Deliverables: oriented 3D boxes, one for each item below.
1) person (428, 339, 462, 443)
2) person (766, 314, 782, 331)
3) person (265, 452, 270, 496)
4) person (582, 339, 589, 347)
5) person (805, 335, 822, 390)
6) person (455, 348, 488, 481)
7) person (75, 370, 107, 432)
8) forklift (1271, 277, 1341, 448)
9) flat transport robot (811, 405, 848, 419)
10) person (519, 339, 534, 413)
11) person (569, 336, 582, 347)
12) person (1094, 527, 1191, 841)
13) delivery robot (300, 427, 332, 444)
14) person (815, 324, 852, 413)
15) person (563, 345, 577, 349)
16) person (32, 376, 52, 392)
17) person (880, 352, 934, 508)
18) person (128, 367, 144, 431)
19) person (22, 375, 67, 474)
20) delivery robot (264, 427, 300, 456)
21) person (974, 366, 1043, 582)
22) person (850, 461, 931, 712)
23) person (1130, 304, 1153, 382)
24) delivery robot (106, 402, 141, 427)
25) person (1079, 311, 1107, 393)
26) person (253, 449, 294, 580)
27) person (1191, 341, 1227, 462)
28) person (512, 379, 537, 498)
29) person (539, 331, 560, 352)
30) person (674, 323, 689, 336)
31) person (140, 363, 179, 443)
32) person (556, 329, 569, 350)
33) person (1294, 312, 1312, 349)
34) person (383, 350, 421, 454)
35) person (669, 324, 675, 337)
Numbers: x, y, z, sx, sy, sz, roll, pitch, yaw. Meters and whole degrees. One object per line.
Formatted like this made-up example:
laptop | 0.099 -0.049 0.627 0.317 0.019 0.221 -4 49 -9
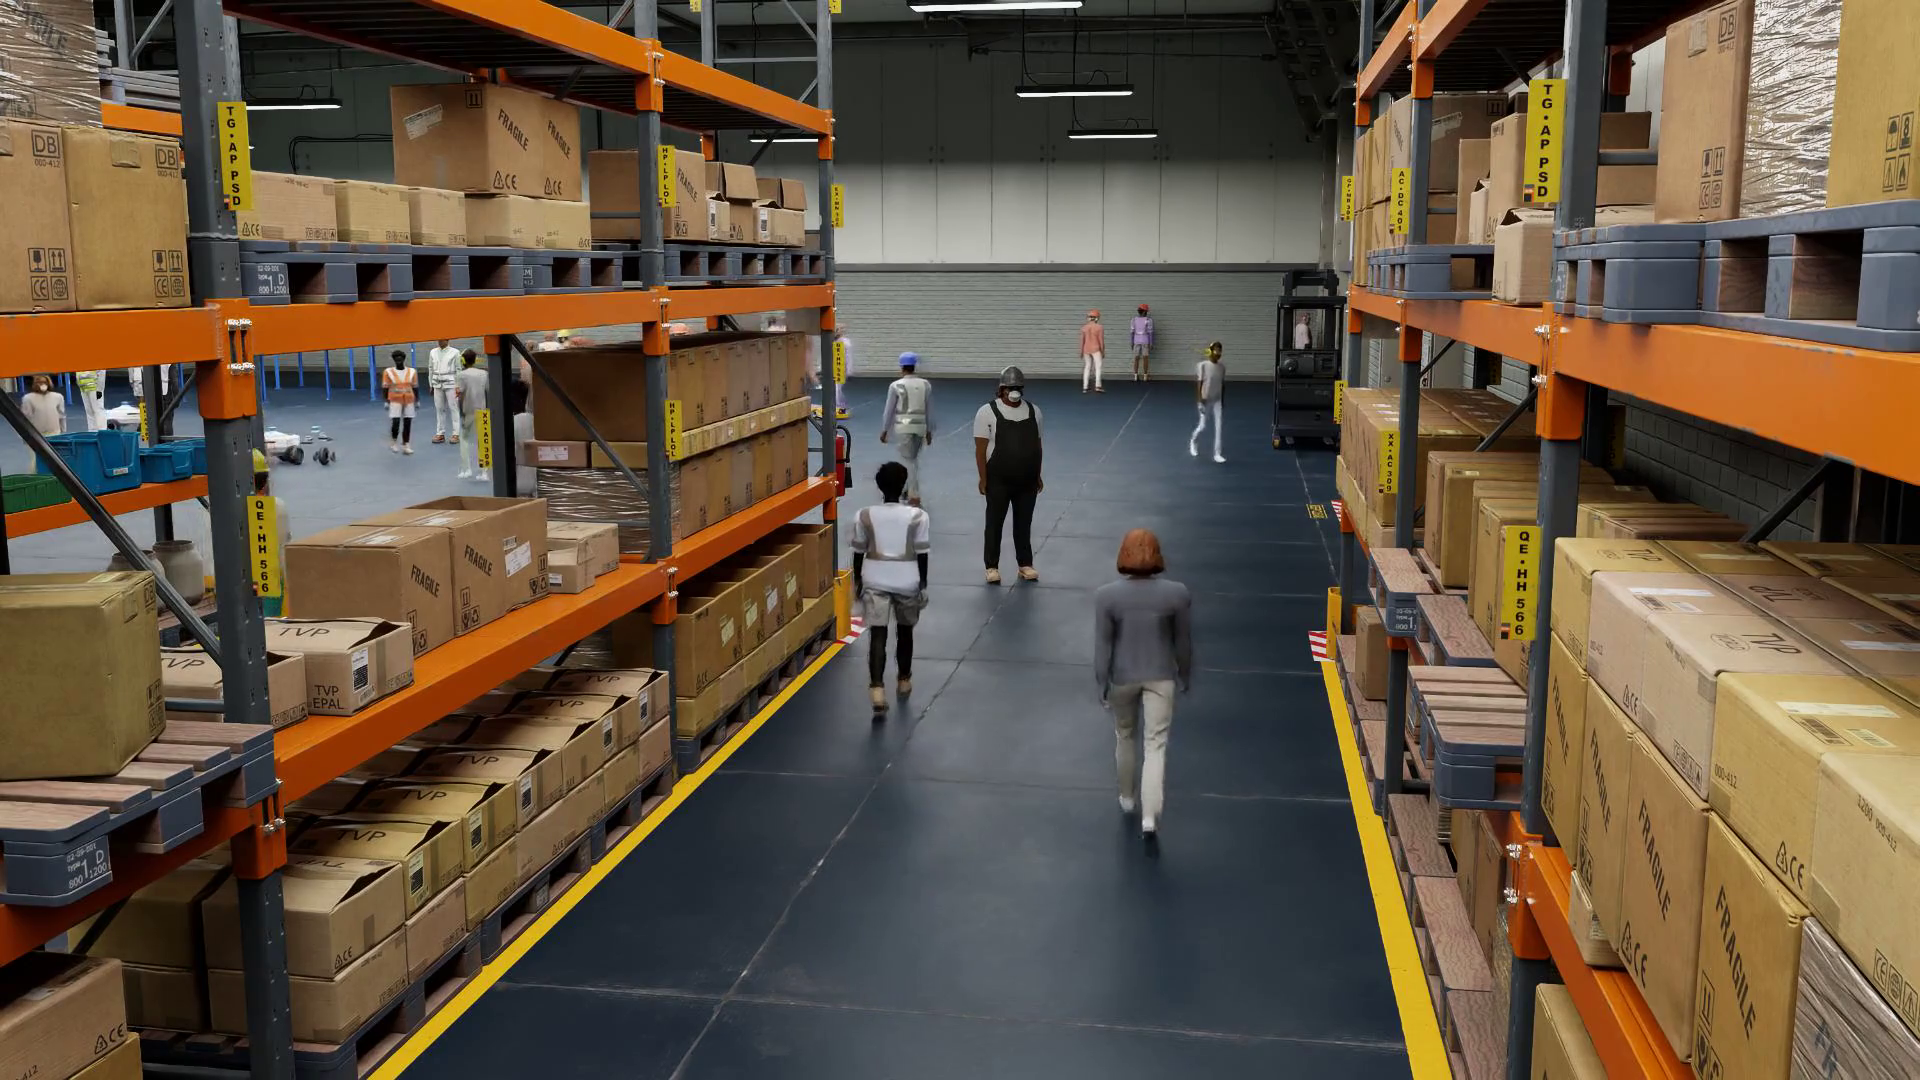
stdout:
person | -8.749 -2.624 28.278 0.605 1.950 0.380 2 9 12
person | -4.262 -4.216 38.162 0.537 1.928 0.645 4 10 25
person | -6.527 -0.404 15.222 0.602 1.751 0.528 6 11 33
person | -7.272 -3.083 32.166 0.515 1.605 0.810 -4 10 -23
person | -3.652 -4.563 40.461 0.944 1.866 0.677 -2 10 -15
person | -6.836 -1.757 23.280 0.513 1.840 0.736 -7 12 -39
person | -14.724 -2.553 28.179 0.626 1.844 0.429 6 11 33
forklift | 5.847 -3.016 27.970 1.129 2.768 1.873 1 9 9
flat transport robot | -2.916 -2.573 33.263 0.652 0.197 1.431 -8 12 -39
person | -8.202 -3.049 31.936 0.528 1.612 0.636 6 11 31
person | -6.091 -2.327 26.686 0.605 1.870 0.453 6 11 33
person | 0.949 0.731 8.678 0.499 1.595 0.837 2 9 10
delivery robot | -9.839 -1.614 25.370 0.335 0.223 0.698 0 9 1
person | -2.510 -3.347 33.035 0.660 1.857 1.010 7 11 36
person | -5.677 -1.948 24.495 0.431 1.834 0.642 -5 11 -30
person | -19.782 -3.779 35.728 0.345 1.846 0.508 8 12 42
person | -0.709 -1.380 20.744 0.608 1.909 0.931 -7 12 -37
person | -14.951 -2.967 30.468 0.551 1.923 0.382 -7 12 -39
person | -11.955 -1.394 21.727 0.507 1.618 0.587 -8 12 -41
delivery robot | -10.466 -1.481 25.363 0.707 0.478 0.477 -8 12 -39
person | 0.500 -0.607 15.694 0.689 2.000 0.539 -4 10 -21
person | -0.467 0.302 11.131 0.539 1.660 0.851 0 9 2
person | 4.824 -5.221 44.041 0.611 2.032 0.403 4 10 25
delivery robot | -15.167 -2.268 30.216 0.707 0.478 0.477 -5 10 -26
person | 3.203 -4.486 39.772 0.842 1.956 0.591 8 12 40
person | -4.747 0.260 11.139 0.521 1.739 0.804 3 10 16
person | 3.849 -2.147 25.662 0.527 1.847 0.782 -3 10 -17
person | -4.069 -0.547 15.599 0.978 1.914 0.590 9 13 43
person | -8.931 -3.758 36.287 0.541 1.606 0.758 -3 10 -16
person | -4.953 -2.869 29.652 0.613 1.995 0.391 0 9 -2
person | -12.622 -2.275 26.254 0.589 1.914 0.377 0 9 2
person | -8.121 -3.505 34.389 0.534 1.731 0.842 7 12 37
person | 8.370 -4.577 40.478 0.403 1.904 0.637 -2 9 -11
person | -8.878 -2.197 26.463 0.554 1.672 0.383 -6 11 -34
person | -5.337 -3.109 31.357 0.533 1.922 0.560 -6 11 -32
